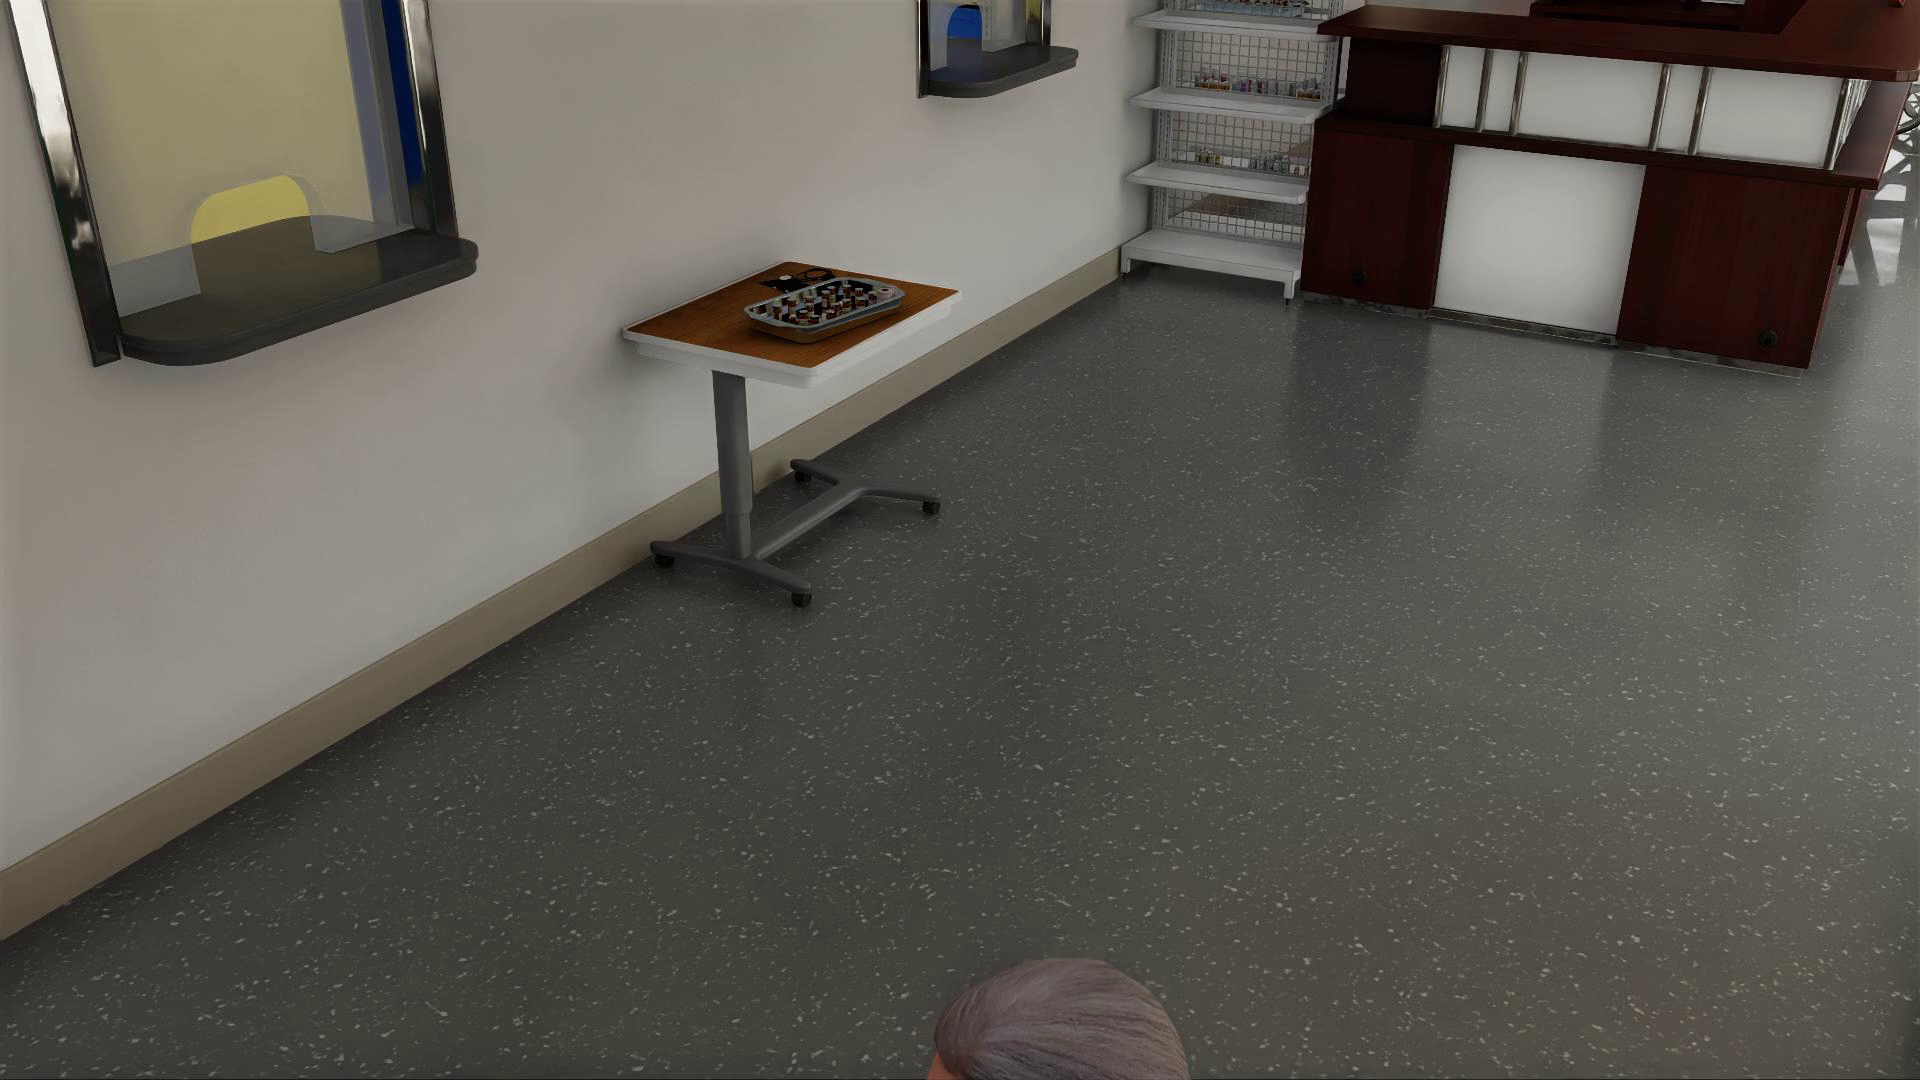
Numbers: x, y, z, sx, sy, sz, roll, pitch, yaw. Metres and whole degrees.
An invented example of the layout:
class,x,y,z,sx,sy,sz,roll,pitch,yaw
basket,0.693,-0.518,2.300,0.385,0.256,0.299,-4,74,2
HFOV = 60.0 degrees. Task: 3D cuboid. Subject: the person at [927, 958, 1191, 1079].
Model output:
class,x,y,z,sx,sy,sz,roll,pitch,yaw
person,0.088,1.067,1.547,0.550,1.700,0.715,22,34,38
